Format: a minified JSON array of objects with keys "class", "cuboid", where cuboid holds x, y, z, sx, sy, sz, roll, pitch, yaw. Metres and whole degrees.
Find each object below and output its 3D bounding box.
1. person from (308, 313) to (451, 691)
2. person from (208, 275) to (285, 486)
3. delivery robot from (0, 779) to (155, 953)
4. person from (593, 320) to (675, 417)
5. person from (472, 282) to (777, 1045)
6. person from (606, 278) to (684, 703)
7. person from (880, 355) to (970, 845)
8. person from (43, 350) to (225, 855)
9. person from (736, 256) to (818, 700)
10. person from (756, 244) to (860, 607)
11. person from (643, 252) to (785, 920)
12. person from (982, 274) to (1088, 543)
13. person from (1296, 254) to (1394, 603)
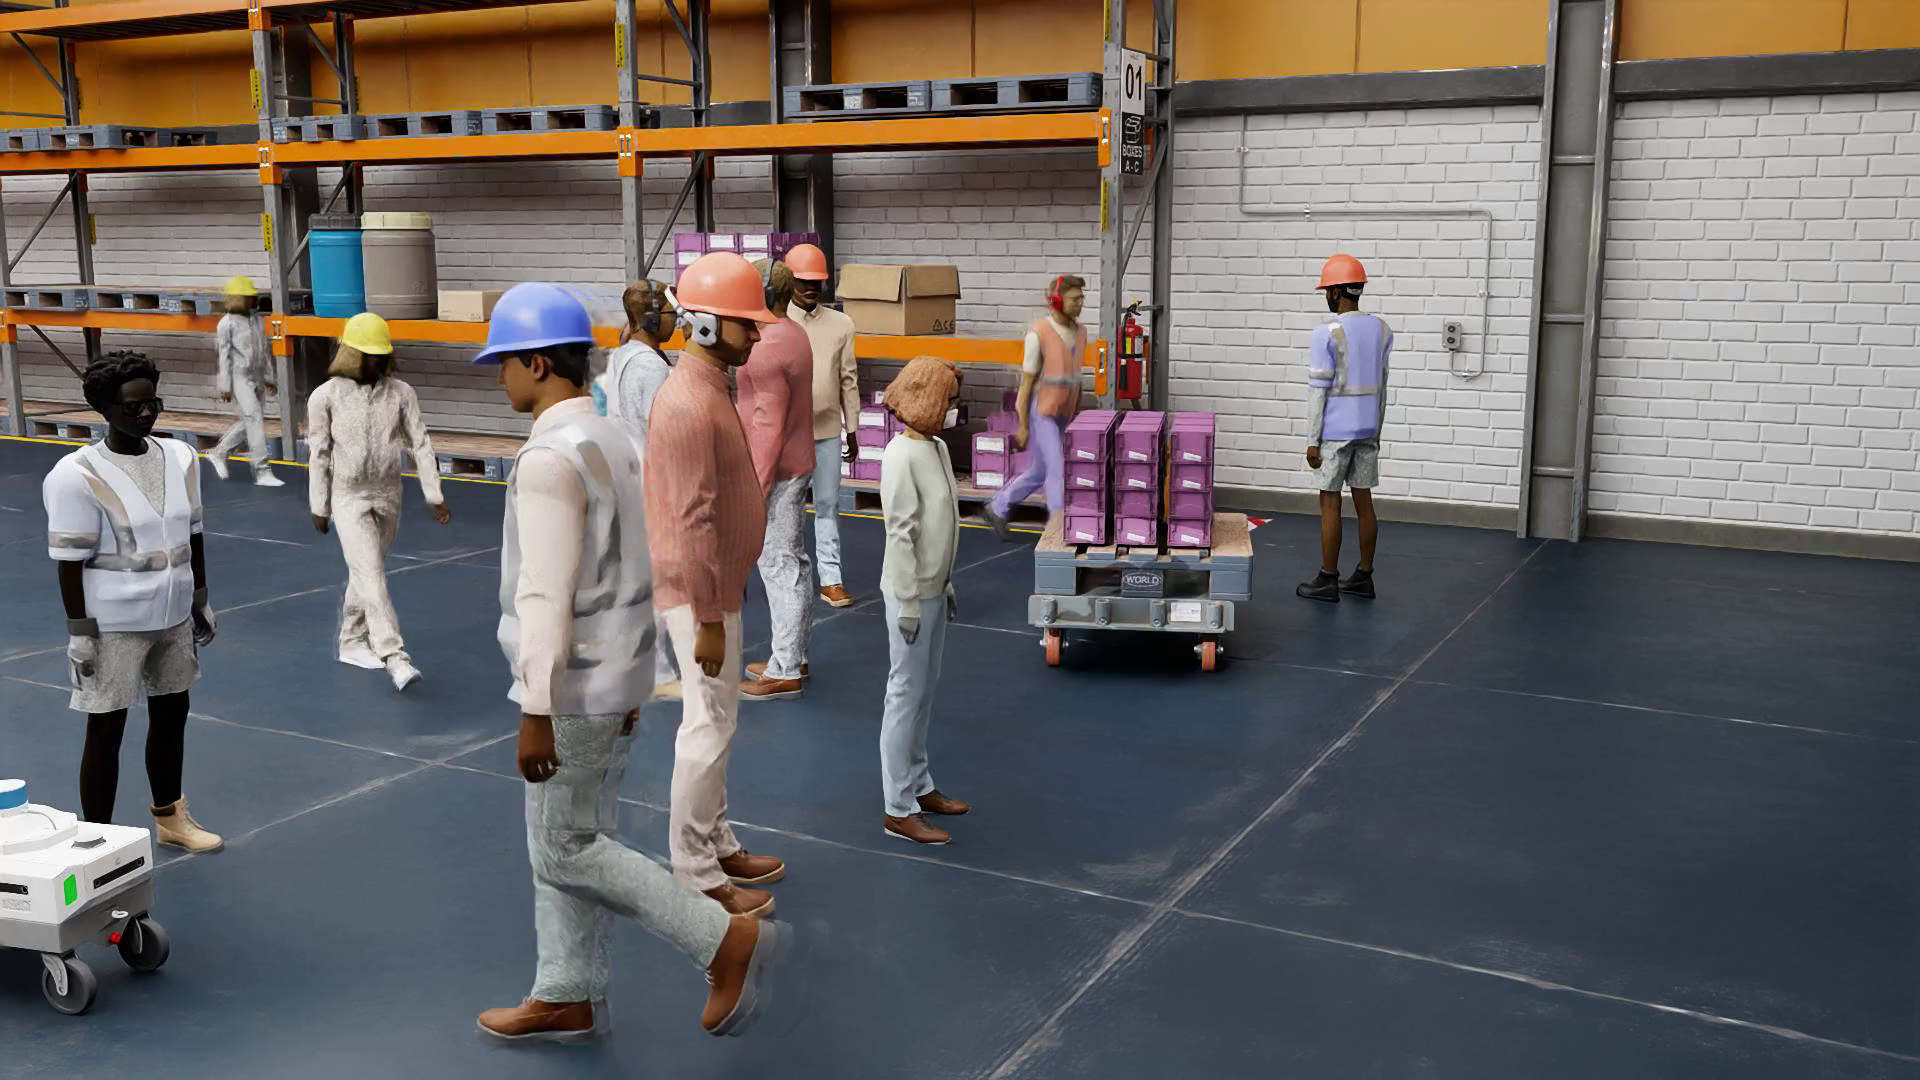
[{"class":"person","cuboid":[-2.634,-0.178,7.498,0.921,1.673,0.509,10,14,42]},{"class":"person","cuboid":[-5.897,-1.306,13.607,0.757,1.719,0.487,3,11,15]},{"class":"delivery robot","cuboid":[-2.560,0.892,4.499,0.707,0.478,0.477,3,11,15]},{"class":"person","cuboid":[-1.593,-0.310,8.405,0.525,1.631,0.314,-6,12,-30]},{"class":"person","cuboid":[-0.854,0.336,4.056,0.684,1.919,0.623,0,10,0]},{"class":"person","cuboid":[-1.363,-0.213,7.282,0.328,1.842,0.516,-7,12,-32]},{"class":"person","cuboid":[-0.125,0.193,5.634,0.288,1.633,0.497,3,11,14]},{"class":"person","cuboid":[-2.588,0.246,5.220,0.331,1.684,0.544,4,11,21]},{"class":"person","cuboid":[-0.820,-0.266,7.314,0.372,1.940,0.630,1,10,5]},{"class":"person","cuboid":[-0.829,-0.601,9.027,0.613,1.986,0.405,-5,11,-24]},{"class":"person","cuboid":[-0.723,0.150,4.927,0.411,1.979,0.631,-1,10,-5]},{"class":"person","cuboid":[0.505,-0.800,10.633,0.919,1.806,0.581,8,13,37]},{"class":"person","cuboid":[2.121,-0.612,9.246,0.543,1.929,0.386,-6,12,-28]}]
